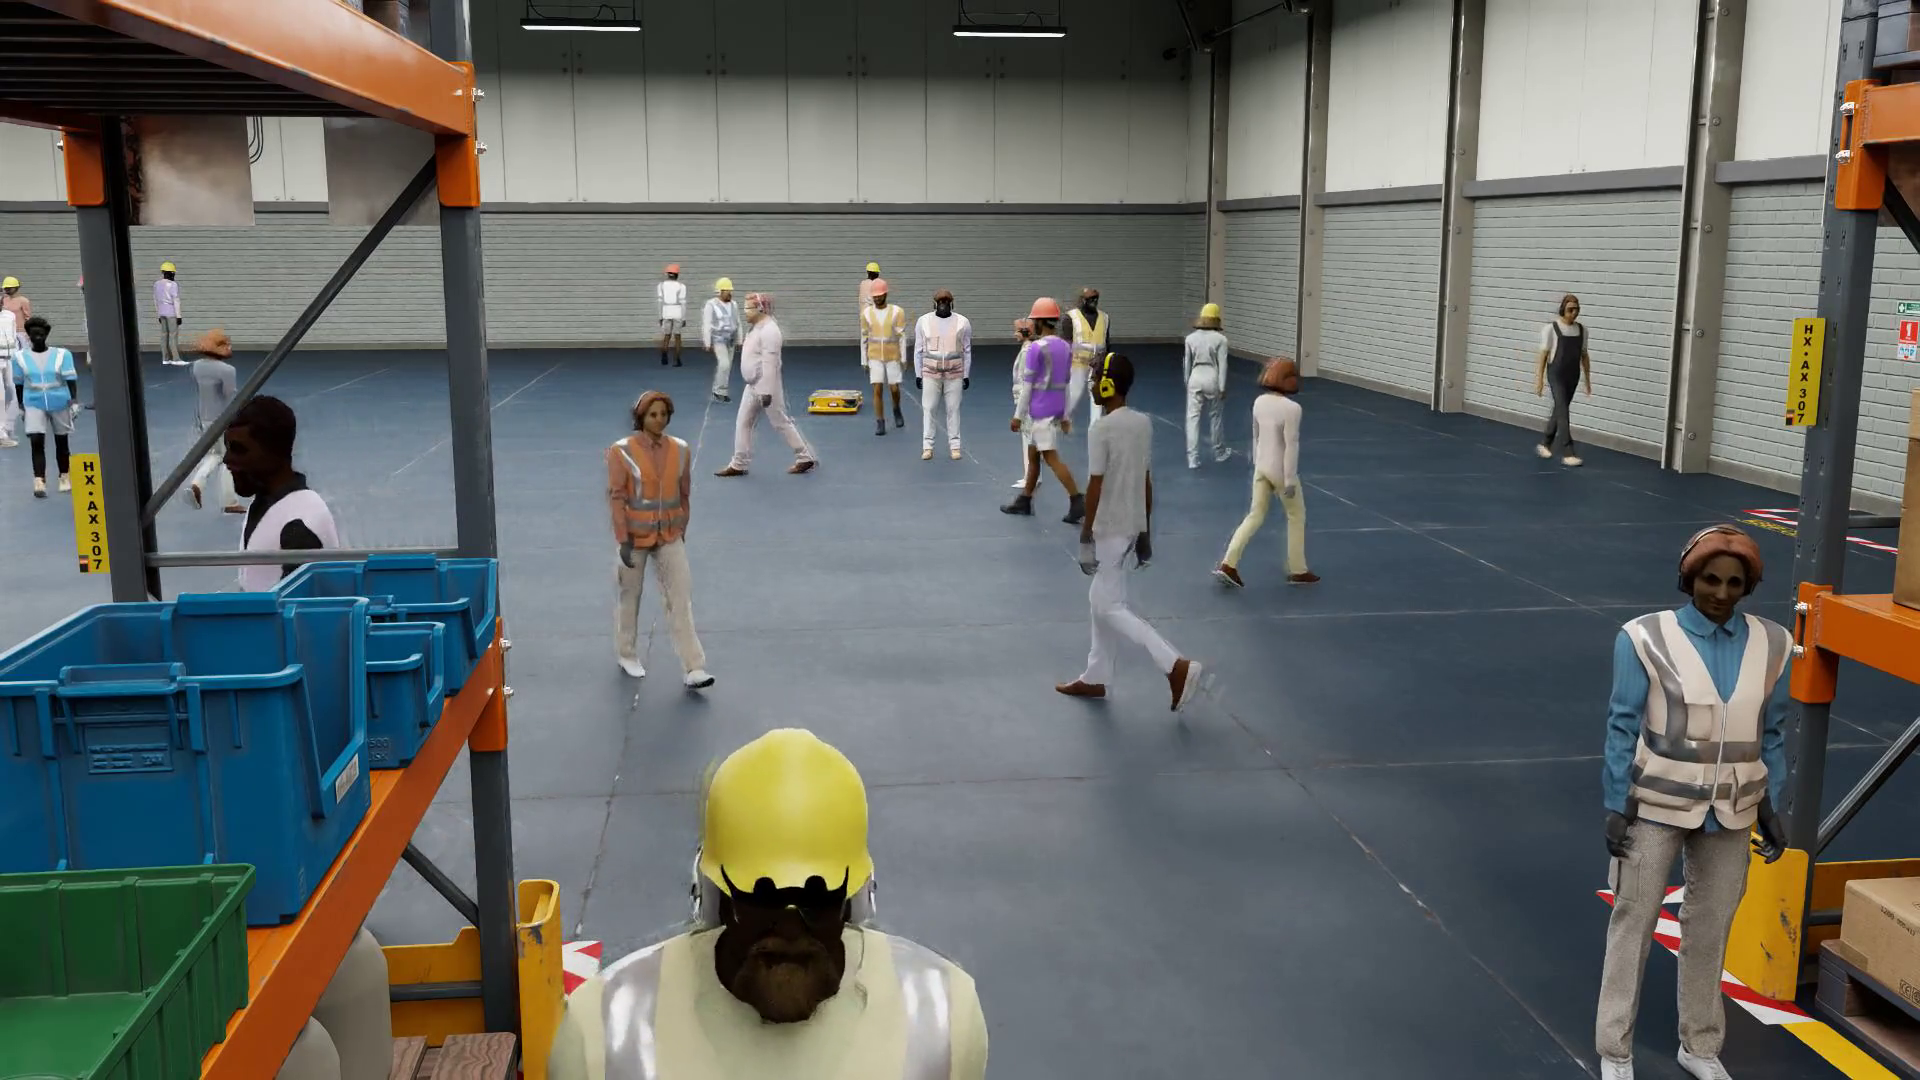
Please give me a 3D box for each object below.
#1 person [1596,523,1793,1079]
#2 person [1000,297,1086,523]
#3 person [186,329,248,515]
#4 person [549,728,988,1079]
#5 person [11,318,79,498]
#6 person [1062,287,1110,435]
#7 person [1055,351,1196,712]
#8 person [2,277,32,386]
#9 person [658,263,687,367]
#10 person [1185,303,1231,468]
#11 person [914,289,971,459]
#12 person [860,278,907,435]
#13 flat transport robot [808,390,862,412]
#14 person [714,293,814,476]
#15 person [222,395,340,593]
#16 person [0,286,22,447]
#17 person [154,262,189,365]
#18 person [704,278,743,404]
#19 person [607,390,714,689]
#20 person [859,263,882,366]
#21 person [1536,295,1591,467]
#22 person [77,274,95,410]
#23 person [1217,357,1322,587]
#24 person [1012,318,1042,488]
[{"bbox_3d":[2.023,0.761,4.605,0.512,1.639,0.311,0,10,-2],"label":"person"},{"bbox_3d":[0.762,-1.105,14.125,0.963,1.903,0.543,7,12,32],"label":"person"},{"bbox_3d":[-6.420,-1.002,14.315,0.525,1.618,0.448,5,12,26],"label":"person"},{"bbox_3d":[-0.252,1.103,2.271,0.596,1.809,0.818,-1,10,-7],"label":"person"},{"bbox_3d":[-8.461,-1.221,15.411,0.546,1.654,0.846,-5,11,-25],"label":"person"},{"bbox_3d":[1.503,-2.126,19.959,0.630,1.814,0.833,-3,11,-18],"label":"person"},{"bbox_3d":[0.842,-0.033,8.432,0.806,1.842,0.510,8,13,37],"label":"person"},{"bbox_3d":[-15.185,-3.346,26.774,0.532,1.765,0.328,3,11,16],"label":"person"},{"bbox_3d":[-5.308,-4.145,30.706,0.551,1.926,0.531,2,10,8],"label":"person"},{"bbox_3d":[2.618,-1.634,17.540,0.507,1.698,0.873,6,12,28],"label":"person"},{"bbox_3d":[-0.186,-1.789,18.024,0.627,1.846,0.429,0,10,-3],"label":"person"},{"bbox_3d":[-0.926,-2.234,20.263,0.562,1.913,0.629,1,10,5],"label":"person"},{"bbox_3d":[-1.732,-1.945,23.187,0.652,0.197,1.431,0,10,0],"label":"flat transport robot"},{"bbox_3d":[-1.947,-1.560,16.767,0.995,1.858,0.646,-5,12,-27],"label":"person"},{"bbox_3d":[-2.215,0.466,5.503,0.448,1.899,0.605,-7,12,-33],"label":"person"},{"bbox_3d":[-10.956,-1.983,19.012,0.423,1.865,0.599,3,11,18],"label":"person"},{"bbox_3d":[-14.862,-4.246,31.272,0.590,1.923,0.384,5,11,26],"label":"person"},{"bbox_3d":[-3.375,-2.861,23.964,0.473,1.814,0.593,8,13,36],"label":"person"},{"bbox_3d":[-1.628,0.005,8.866,0.512,1.590,0.872,-7,12,-34],"label":"person"},{"bbox_3d":[-1.652,-4.203,31.032,0.376,1.922,0.594,-7,12,-33],"label":"person"},{"bbox_3d":[6.444,-1.722,17.783,0.523,1.804,0.951,-2,11,-12],"label":"person"},{"bbox_3d":[-12.012,-2.790,23.287,0.574,1.921,0.572,-9,14,-41],"label":"person"},{"bbox_3d":[2.133,-0.463,11.416,0.810,1.597,0.508,-5,12,-28],"label":"person"},{"bbox_3d":[0.657,-1.314,15.996,0.311,1.634,0.517,2,10,10],"label":"person"}]
